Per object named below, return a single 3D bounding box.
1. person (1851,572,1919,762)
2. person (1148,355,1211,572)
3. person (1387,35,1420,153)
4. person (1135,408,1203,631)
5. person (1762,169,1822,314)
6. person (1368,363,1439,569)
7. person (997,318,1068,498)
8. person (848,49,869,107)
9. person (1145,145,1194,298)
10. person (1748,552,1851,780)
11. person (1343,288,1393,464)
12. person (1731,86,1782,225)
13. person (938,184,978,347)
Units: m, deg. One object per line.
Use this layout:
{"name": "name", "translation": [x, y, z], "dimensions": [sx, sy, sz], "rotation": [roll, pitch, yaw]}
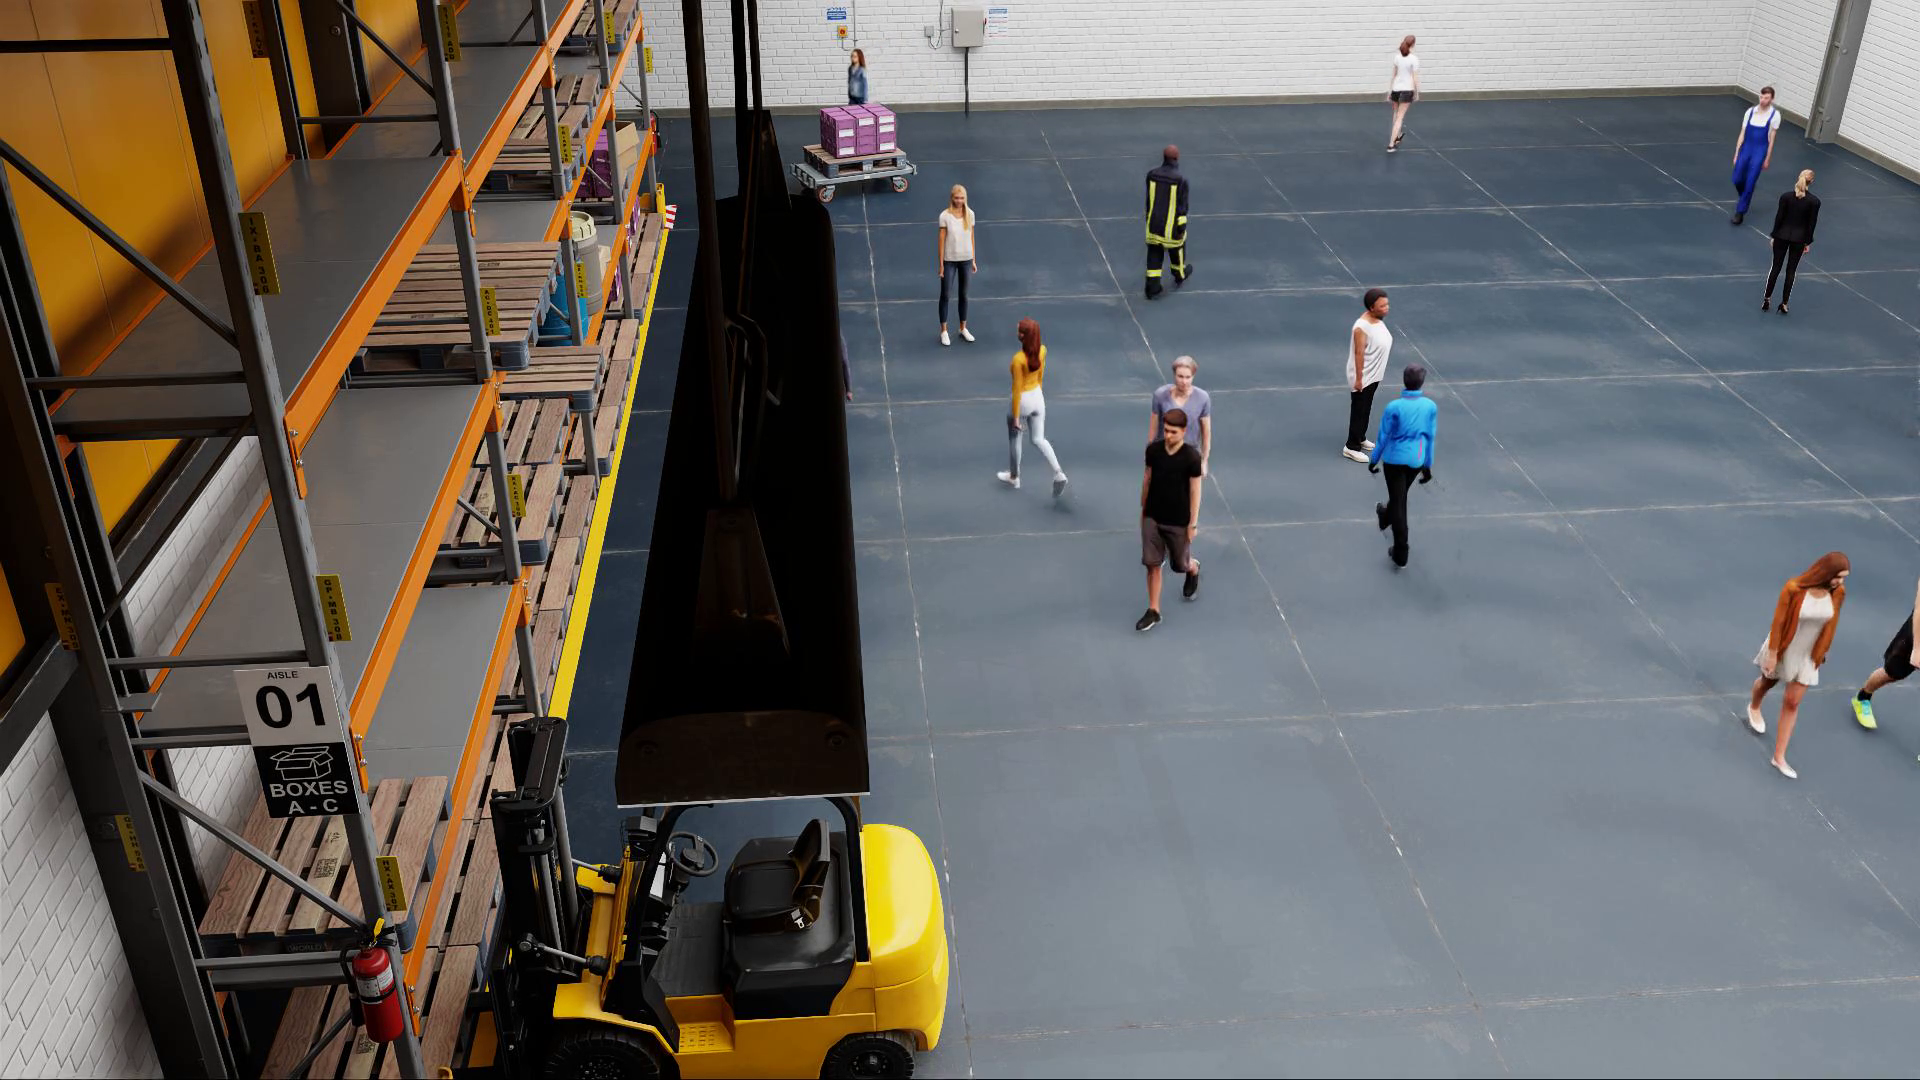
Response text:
{"name": "person", "translation": [6.736, 0.643, 11.659], "dimensions": [0.661, 1.851, 1.155], "rotation": [-3, 29, -6]}
{"name": "person", "translation": [1.841, -0.723, 14.157], "dimensions": [0.781, 1.858, 1.057], "rotation": [2, 29, 3]}
{"name": "person", "translation": [6.721, -6.795, 25.432], "dimensions": [1.000, 1.721, 1.064], "rotation": [21, 35, 33]}
{"name": "person", "translation": [1.705, -0.207, 13.227], "dimensions": [1.072, 1.842, 1.181], "rotation": [18, 34, 30]}
{"name": "person", "translation": [9.656, -3.470, 19.351], "dimensions": [0.698, 1.706, 0.740], "rotation": [19, 34, 31]}
{"name": "person", "translation": [3.767, -0.584, 14.026], "dimensions": [0.679, 1.739, 1.140], "rotation": [-4, 29, -7]}
{"name": "person", "translation": [0.682, -1.181, 15.131], "dimensions": [0.994, 1.729, 1.157], "rotation": [-23, 36, -36]}
{"name": "person", "translation": [-1.548, -6.901, 25.900], "dimensions": [0.895, 1.458, 0.973], "rotation": [21, 35, 33]}
{"name": "person", "translation": [2.412, -3.775, 19.823], "dimensions": [1.156, 1.789, 1.263], "rotation": [18, 33, 29]}
{"name": "person", "translation": [5.809, 0.743, 11.681], "dimensions": [0.803, 1.654, 1.161], "rotation": [4, 29, 6]}
{"name": "person", "translation": [3.913, -1.607, 15.956], "dimensions": [0.819, 1.688, 0.726], "rotation": [15, 32, 25]}
{"name": "person", "translation": [10.723, -5.197, 22.381], "dimensions": [0.952, 1.837, 1.017], "rotation": [21, 35, 34]}
{"name": "person", "translation": [-0.046, -3.083, 18.537], "dimensions": [0.653, 1.807, 0.602], "rotation": [-11, 30, -19]}
